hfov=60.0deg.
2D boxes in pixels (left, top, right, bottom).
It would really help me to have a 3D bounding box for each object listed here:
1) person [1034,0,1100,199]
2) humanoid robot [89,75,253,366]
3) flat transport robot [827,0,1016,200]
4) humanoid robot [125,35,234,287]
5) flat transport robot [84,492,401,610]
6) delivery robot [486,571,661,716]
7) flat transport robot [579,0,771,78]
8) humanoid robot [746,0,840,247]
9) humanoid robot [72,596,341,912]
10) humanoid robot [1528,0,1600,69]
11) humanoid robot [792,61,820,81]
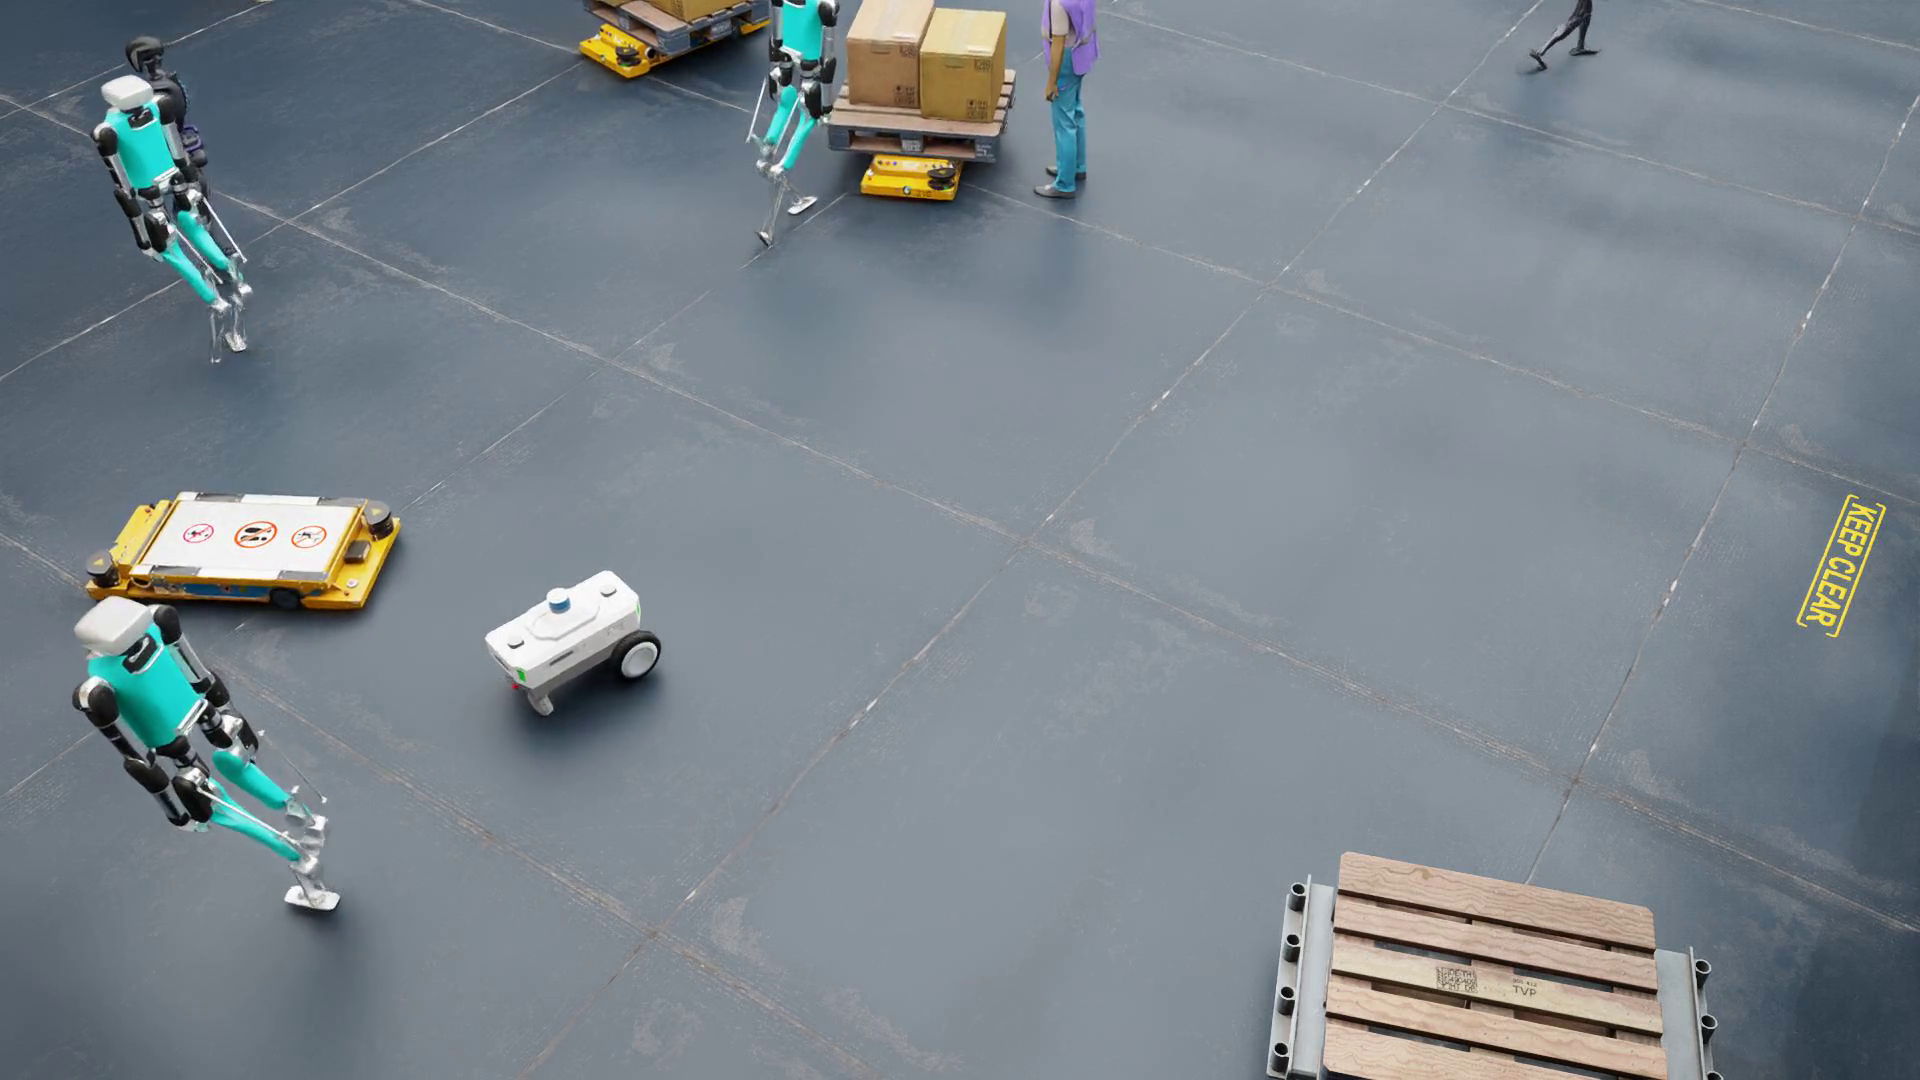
[{"bbox_3d":[0.727,-3.186,11.172,0.398,1.834,0.559,13,43,14],"label":"person"},{"bbox_3d":[-4.460,-1.803,9.705,0.672,1.801,0.547,17,45,19],"label":"humanoid robot"},{"bbox_3d":[-0.263,-2.909,12.035,0.659,0.231,1.431,6,42,6],"label":"flat transport robot"},{"bbox_3d":[-4.828,-2.324,10.321,0.325,1.656,0.604,-18,45,-19],"label":"humanoid robot"},{"bbox_3d":[-3.746,0.055,8.718,1.431,0.231,0.659,2,42,3],"label":"flat transport robot"},{"bbox_3d":[-1.871,0.470,8.049,0.779,0.608,0.507,-32,51,-30],"label":"delivery robot"},{"bbox_3d":[-2.288,-4.121,13.391,1.431,0.231,0.659,-33,51,-31],"label":"flat transport robot"},{"bbox_3d":[-1.196,-2.770,10.823,0.553,1.829,0.884,26,48,26],"label":"humanoid robot"},{"bbox_3d":[-2.839,0.976,6.630,0.815,1.823,0.553,9,43,10],"label":"humanoid robot"},{"bbox_3d":[4.782,-4.439,12.720,0.741,1.642,0.602,-11,43,-12],"label":"humanoid robot"},{"bbox_3d":[-1.287,-4.288,12.523,0.601,1.639,0.438,11,43,12],"label":"humanoid robot"}]
